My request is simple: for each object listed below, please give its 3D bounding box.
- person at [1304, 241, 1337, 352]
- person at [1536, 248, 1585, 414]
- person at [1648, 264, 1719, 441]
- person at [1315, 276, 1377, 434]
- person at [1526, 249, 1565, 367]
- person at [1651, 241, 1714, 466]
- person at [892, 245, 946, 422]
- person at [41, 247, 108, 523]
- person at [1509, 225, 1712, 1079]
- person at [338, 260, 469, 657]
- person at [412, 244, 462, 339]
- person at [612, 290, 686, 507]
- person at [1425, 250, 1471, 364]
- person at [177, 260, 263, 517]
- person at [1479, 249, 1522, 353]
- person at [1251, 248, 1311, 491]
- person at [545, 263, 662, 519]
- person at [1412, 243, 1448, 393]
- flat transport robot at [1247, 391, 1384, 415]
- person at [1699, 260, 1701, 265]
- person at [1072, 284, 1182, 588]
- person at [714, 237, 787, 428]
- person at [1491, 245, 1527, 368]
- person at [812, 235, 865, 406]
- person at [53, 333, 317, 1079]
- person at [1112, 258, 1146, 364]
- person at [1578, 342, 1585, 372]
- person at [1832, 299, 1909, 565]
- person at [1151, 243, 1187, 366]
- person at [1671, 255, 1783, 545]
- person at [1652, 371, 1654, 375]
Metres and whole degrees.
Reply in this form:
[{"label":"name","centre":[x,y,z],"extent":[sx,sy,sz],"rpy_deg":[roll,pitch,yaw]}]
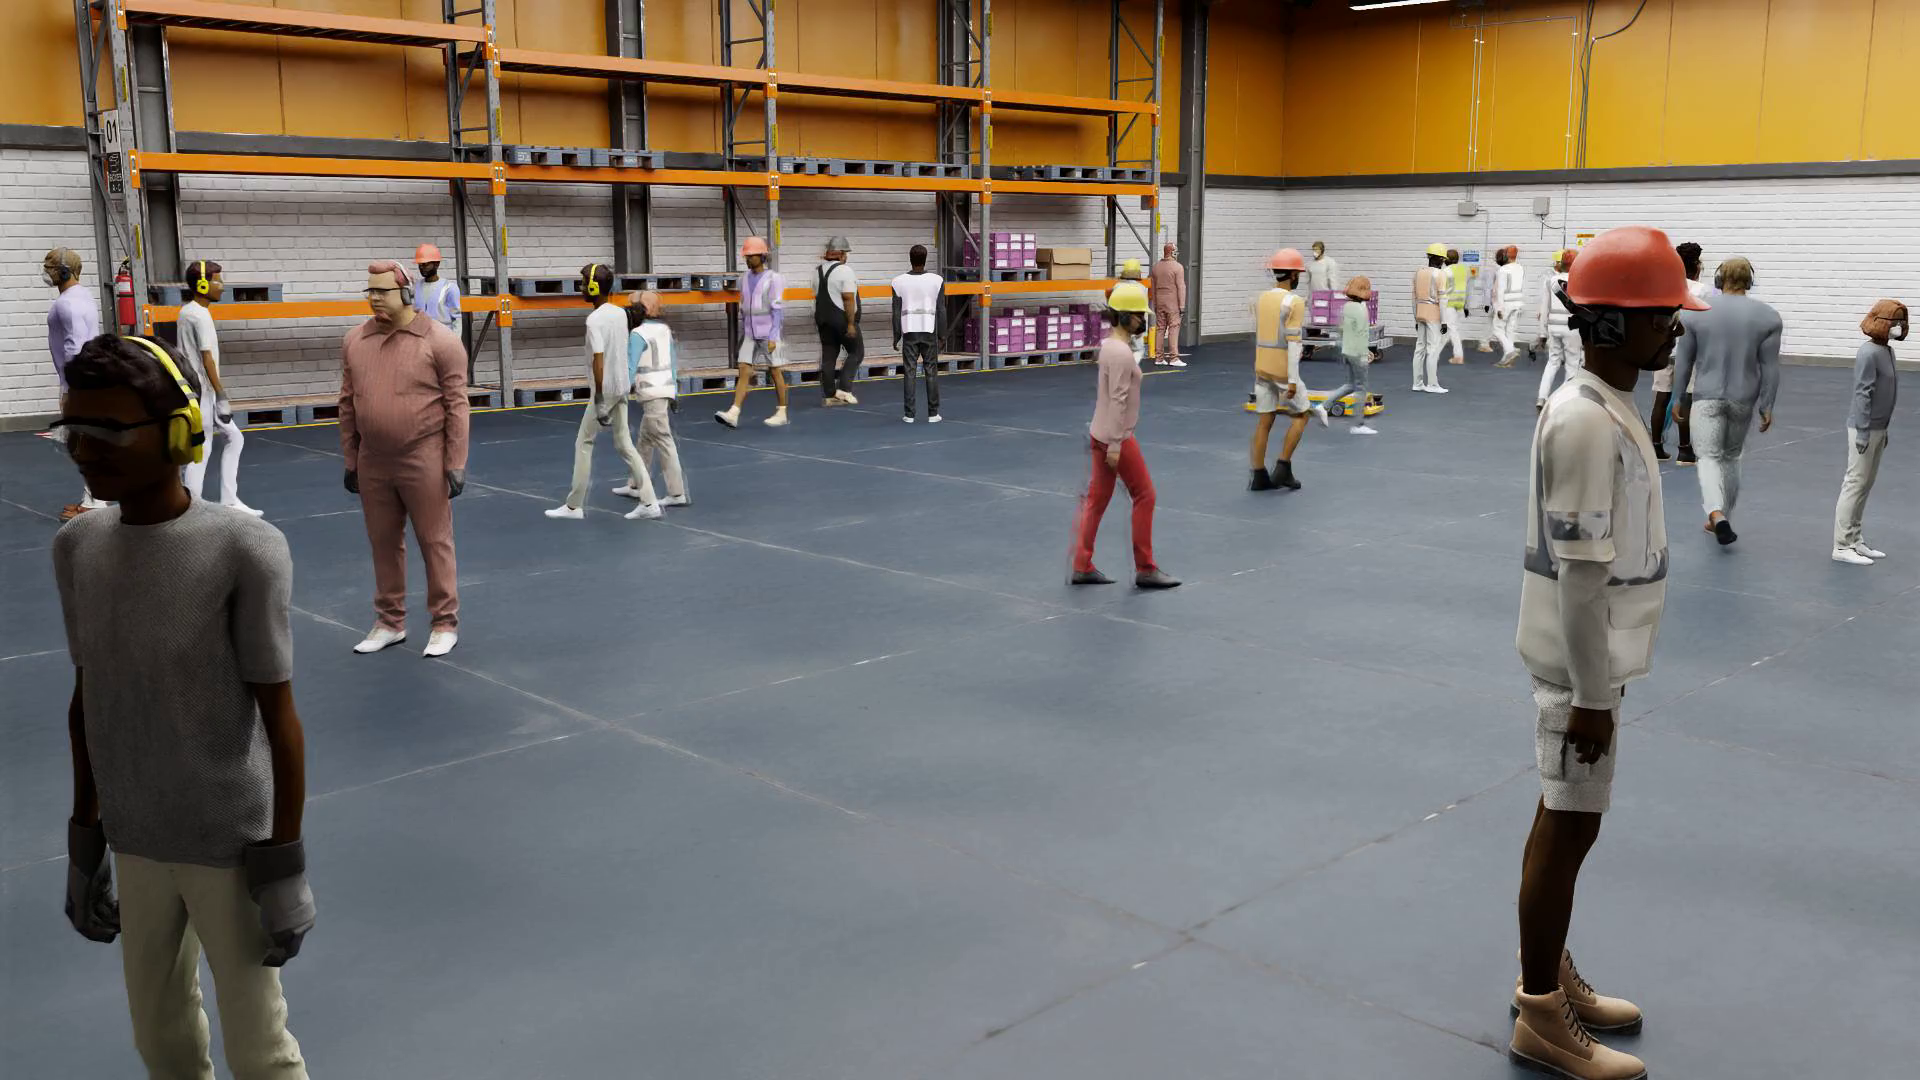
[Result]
[{"label":"person","centre":[6.236,-4.214,28.849],"extent":[0.454,1.923,0.646],"rpy_deg":[-9,14,-40]},{"label":"person","centre":[6.817,-2.338,18.737],"extent":[0.493,1.881,0.595],"rpy_deg":[-8,13,-37]},{"label":"person","centre":[6.985,-1.800,16.014],"extent":[0.606,1.791,0.954],"rpy_deg":[-3,11,-17]},{"label":"person","centre":[3.974,-1.876,16.934],"extent":[0.553,1.619,0.504],"rpy_deg":[-1,10,-8]},{"label":"person","centre":[9.191,-3.599,25.826],"extent":[0.594,1.807,0.690],"rpy_deg":[-5,11,-25]},{"label":"person","centre":[6.369,-1.641,14.695],"extent":[0.366,1.966,0.607],"rpy_deg":[-7,12,-33]},{"label":"person","centre":[-0.442,-2.225,18.007],"extent":[0.587,1.920,0.390],"rpy_deg":[0,10,1]},{"label":"person","centre":[-6.275,-1.098,11.809],"extent":[0.372,1.940,0.631],"rpy_deg":[-4,11,-22]},{"label":"person","centre":[1.541,0.280,4.014],"extent":[0.376,2.044,0.607],"rpy_deg":[4,11,21]},{"label":"person","centre":[-2.687,-0.382,7.994],"extent":[0.651,1.906,0.403],"rpy_deg":[2,11,12]},{"label":"person","centre":[-5.133,-1.911,16.244],"extent":[0.547,1.937,0.379],"rpy_deg":[3,11,14]},{"label":"person","centre":[-2.384,-1.053,12.451],"extent":[0.772,1.605,0.533],"rpy_deg":[3,11,15]},{"label":"person","centre":[7.752,-3.713,26.471],"extent":[0.651,1.789,0.947],"rpy_deg":[-6,12,-30]},{"label":"person","centre":[-5.156,-1.010,11.578],"extent":[0.695,1.842,0.573],"rpy_deg":[-6,12,-30]},{"label":"person","centre":[9.267,-4.076,28.462],"extent":[0.634,1.799,0.953],"rpy_deg":[-8,13,-36]},{"label":"person","centre":[2.541,-1.333,13.156],"extent":[0.514,1.918,0.558],"rpy_deg":[-7,13,-34]},{"label":"person","centre":[-2.530,-1.041,11.804],"extent":[0.847,1.835,0.520],"rpy_deg":[4,11,21]},{"label":"person","centre":[6.072,-2.851,21.429],"extent":[0.381,1.918,0.584],"rpy_deg":[-5,12,-26]},{"label":"flat transport robot","centre":[4.058,-1.579,18.984],"extent":[1.431,0.197,0.652],"rpy_deg":[5,11,25]},{"label":"person","centre":[10.574,-3.250,24.204],"extent":[0.575,1.690,0.368],"rpy_deg":[-6,12,-30]},{"label":"person","centre":[0.988,-0.580,9.523],"extent":[0.737,1.739,0.559],"rpy_deg":[-1,10,-4]},{"label":"person","centre":[-2.152,-2.149,17.380],"extent":[0.638,1.991,1.016],"rpy_deg":[7,13,34]},{"label":"person","centre":[8.397,-3.568,25.457],"extent":[0.580,1.868,0.427],"rpy_deg":[-6,12,-29]},{"label":"person","centre":[-1.430,-2.601,19.727],"extent":[0.536,2.000,0.710],"rpy_deg":[-10,14,-44]},{"label":"person","centre":[-1.388,0.561,2.984],"extent":[0.516,1.861,0.317],"rpy_deg":[3,11,18]},{"label":"person","centre":[2.155,-2.744,21.365],"extent":[0.497,1.733,0.426],"rpy_deg":[7,12,32]},{"label":"person","centre":[7.505,-2.378,19.600],"extent":[0.512,1.642,0.311],"rpy_deg":[-6,12,-29]},{"label":"person","centre":[5.659,-0.671,10.315],"extent":[0.278,1.631,0.507],"rpy_deg":[9,14,41]},{"label":"person","centre":[3.257,-3.644,25.785],"extent":[0.407,1.908,0.641],"rpy_deg":[-9,14,-42]},{"label":"person","centre":[5.012,-0.901,10.870],"extent":[0.634,1.909,0.830],"rpy_deg":[2,11,12]},{"label":"person","centre":[9.653,-3.215,23.498],"extent":[0.659,1.885,0.617],"rpy_deg":[-7,12,-33]}]
